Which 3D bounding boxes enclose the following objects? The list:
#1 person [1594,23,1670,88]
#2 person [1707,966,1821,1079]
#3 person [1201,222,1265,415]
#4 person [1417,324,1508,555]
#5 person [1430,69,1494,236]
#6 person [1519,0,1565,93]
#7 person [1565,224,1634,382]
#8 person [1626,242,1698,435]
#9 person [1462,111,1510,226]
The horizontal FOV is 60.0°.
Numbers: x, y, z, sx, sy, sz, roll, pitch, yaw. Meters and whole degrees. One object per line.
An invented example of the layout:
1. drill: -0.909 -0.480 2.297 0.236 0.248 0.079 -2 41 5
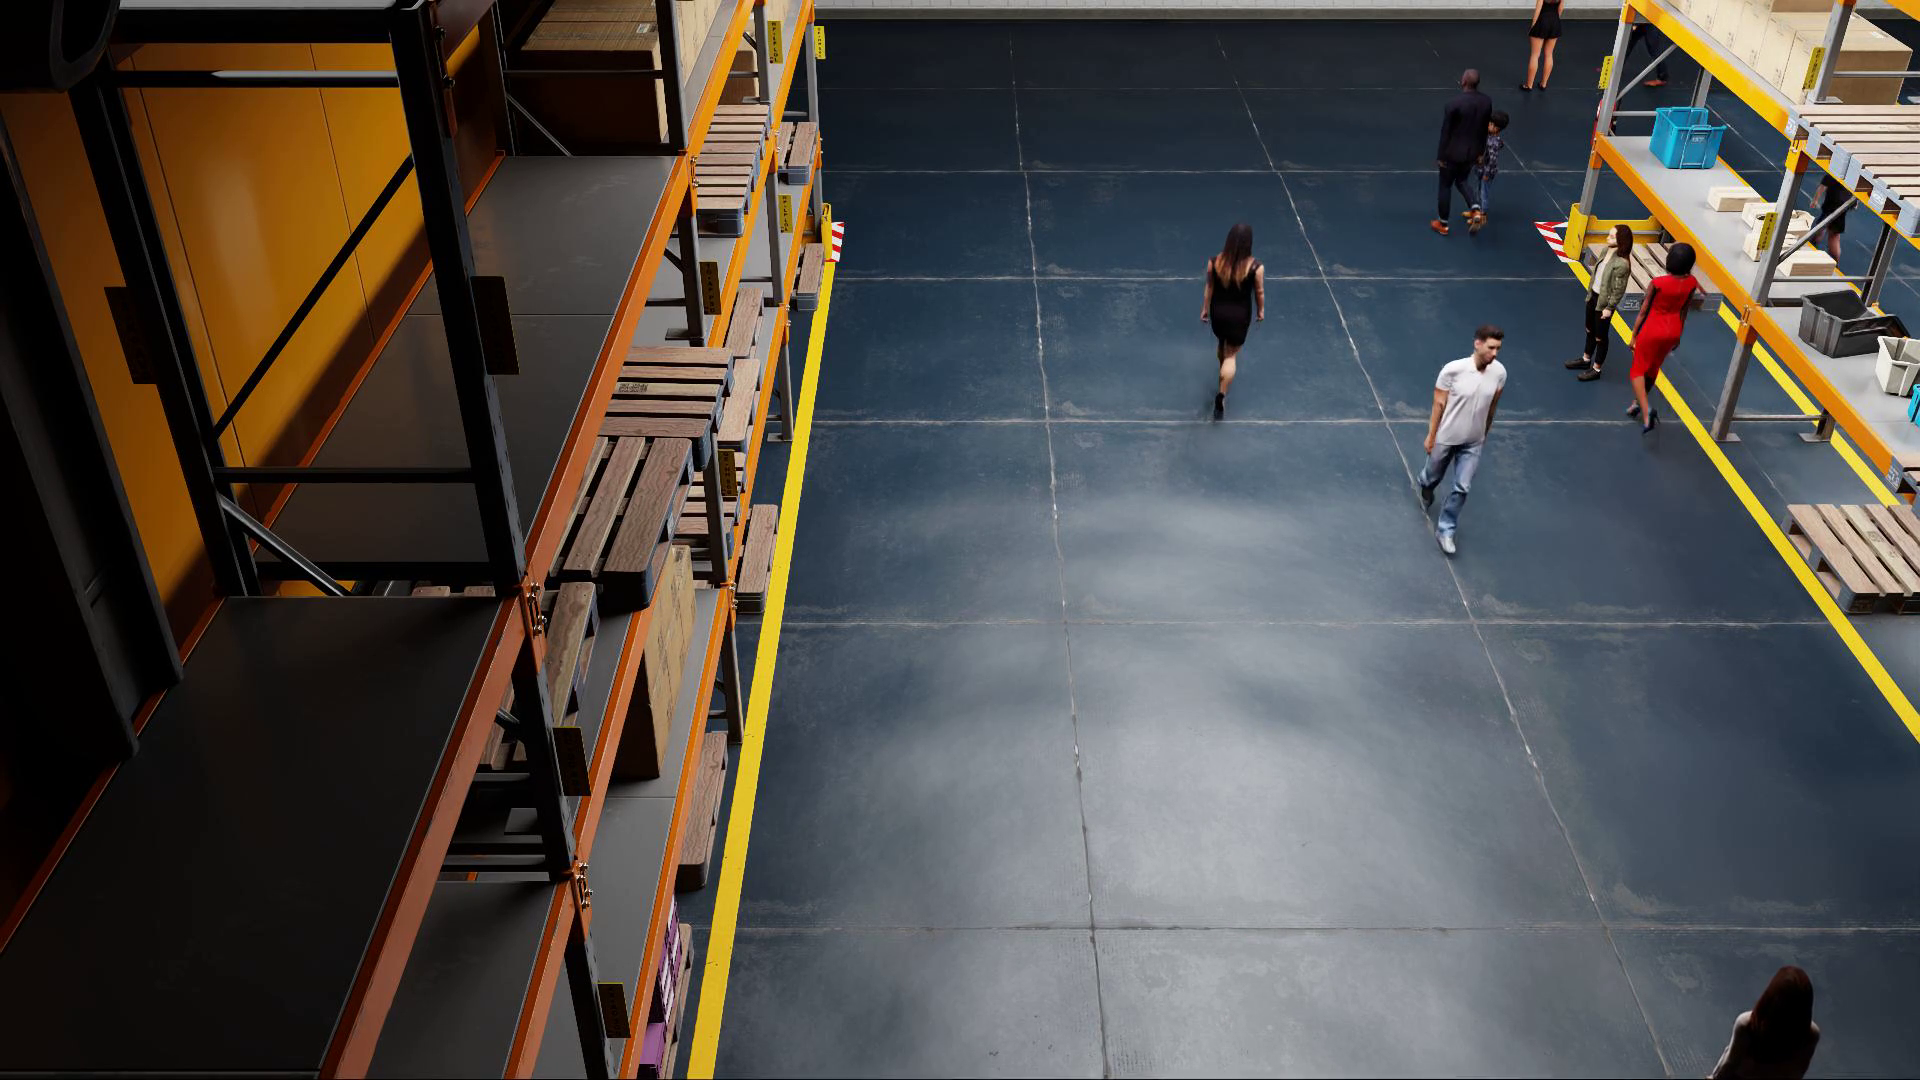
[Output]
1. person: 9.116 -6.797 21.779 1.142 1.750 1.256 17 37 23
2. person: 3.784 2.586 7.903 0.574 1.484 0.533 5 34 8
3. person: 2.342 -1.884 14.464 0.907 1.666 1.150 11 35 16
4. person: 3.795 -0.839 12.739 0.702 1.835 1.013 2 34 3
5. person: 5.325 -4.037 17.582 0.857 1.801 1.016 -8 35 -12
6. person: 7.649 -6.706 21.717 0.626 1.668 0.627 -7 34 -11
7. person: 5.826 -2.167 15.061 0.666 1.476 0.497 -5 34 -7
8. person: 5.937 -1.679 14.101 0.631 1.727 0.939 -2 34 -4
9. person: 5.738 -4.062 18.116 0.550 1.251 0.429 0 34 1
